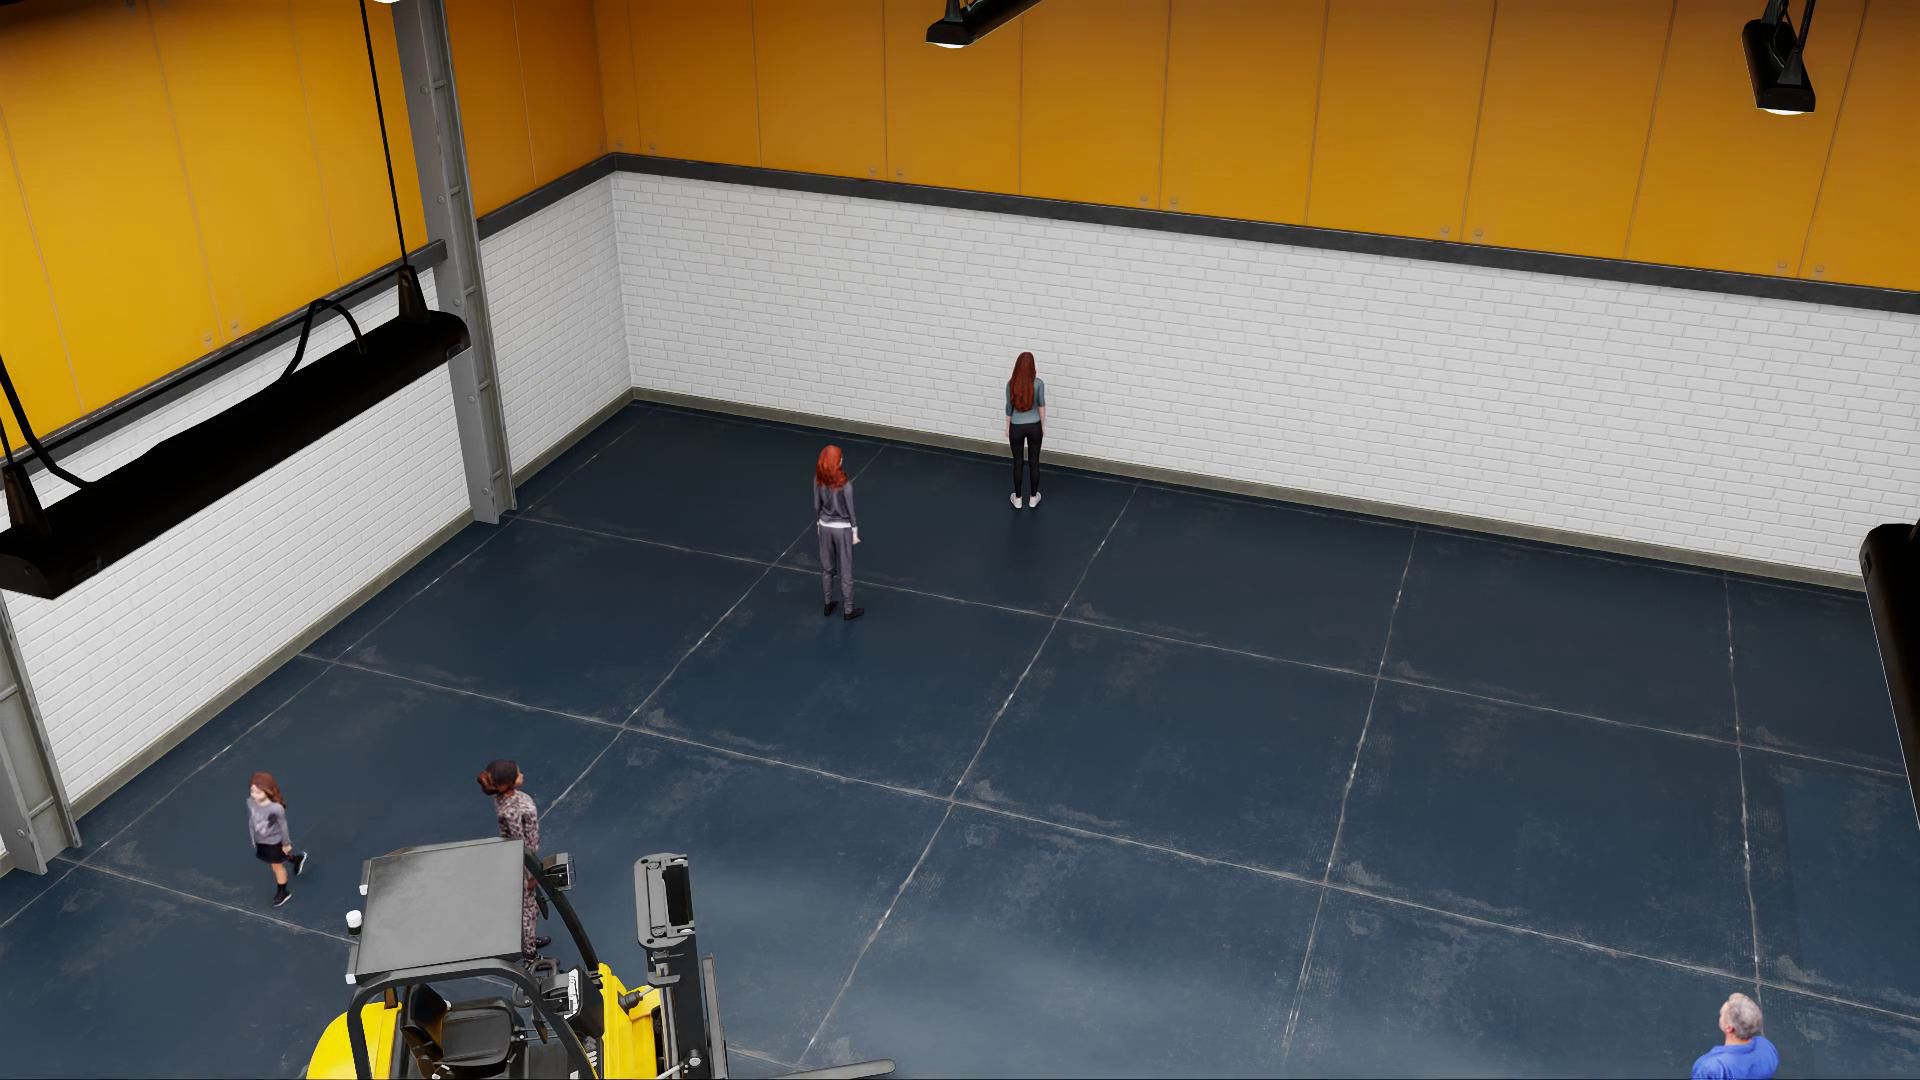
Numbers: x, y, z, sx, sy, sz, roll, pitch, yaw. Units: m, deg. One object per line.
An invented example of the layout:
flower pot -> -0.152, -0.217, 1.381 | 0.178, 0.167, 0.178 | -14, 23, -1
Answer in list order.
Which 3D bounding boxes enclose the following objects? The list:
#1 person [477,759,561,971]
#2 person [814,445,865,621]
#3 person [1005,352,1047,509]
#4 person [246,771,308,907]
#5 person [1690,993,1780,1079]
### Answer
person -> -3.012, 2.202, 11.365 | 0.741, 1.714, 0.680 | -12, 31, -21
person -> -1.151, -0.074, 15.469 | 0.605, 1.779, 0.542 | 14, 32, 24
person -> 0.688, -1.157, 17.494 | 0.649, 1.742, 0.644 | 0, 29, 0
person -> -4.998, 2.130, 12.144 | 0.511, 1.094, 0.671 | 12, 31, 21
person -> 4.211, 3.288, 9.260 | 0.782, 1.823, 0.827 | -11, 31, -20
